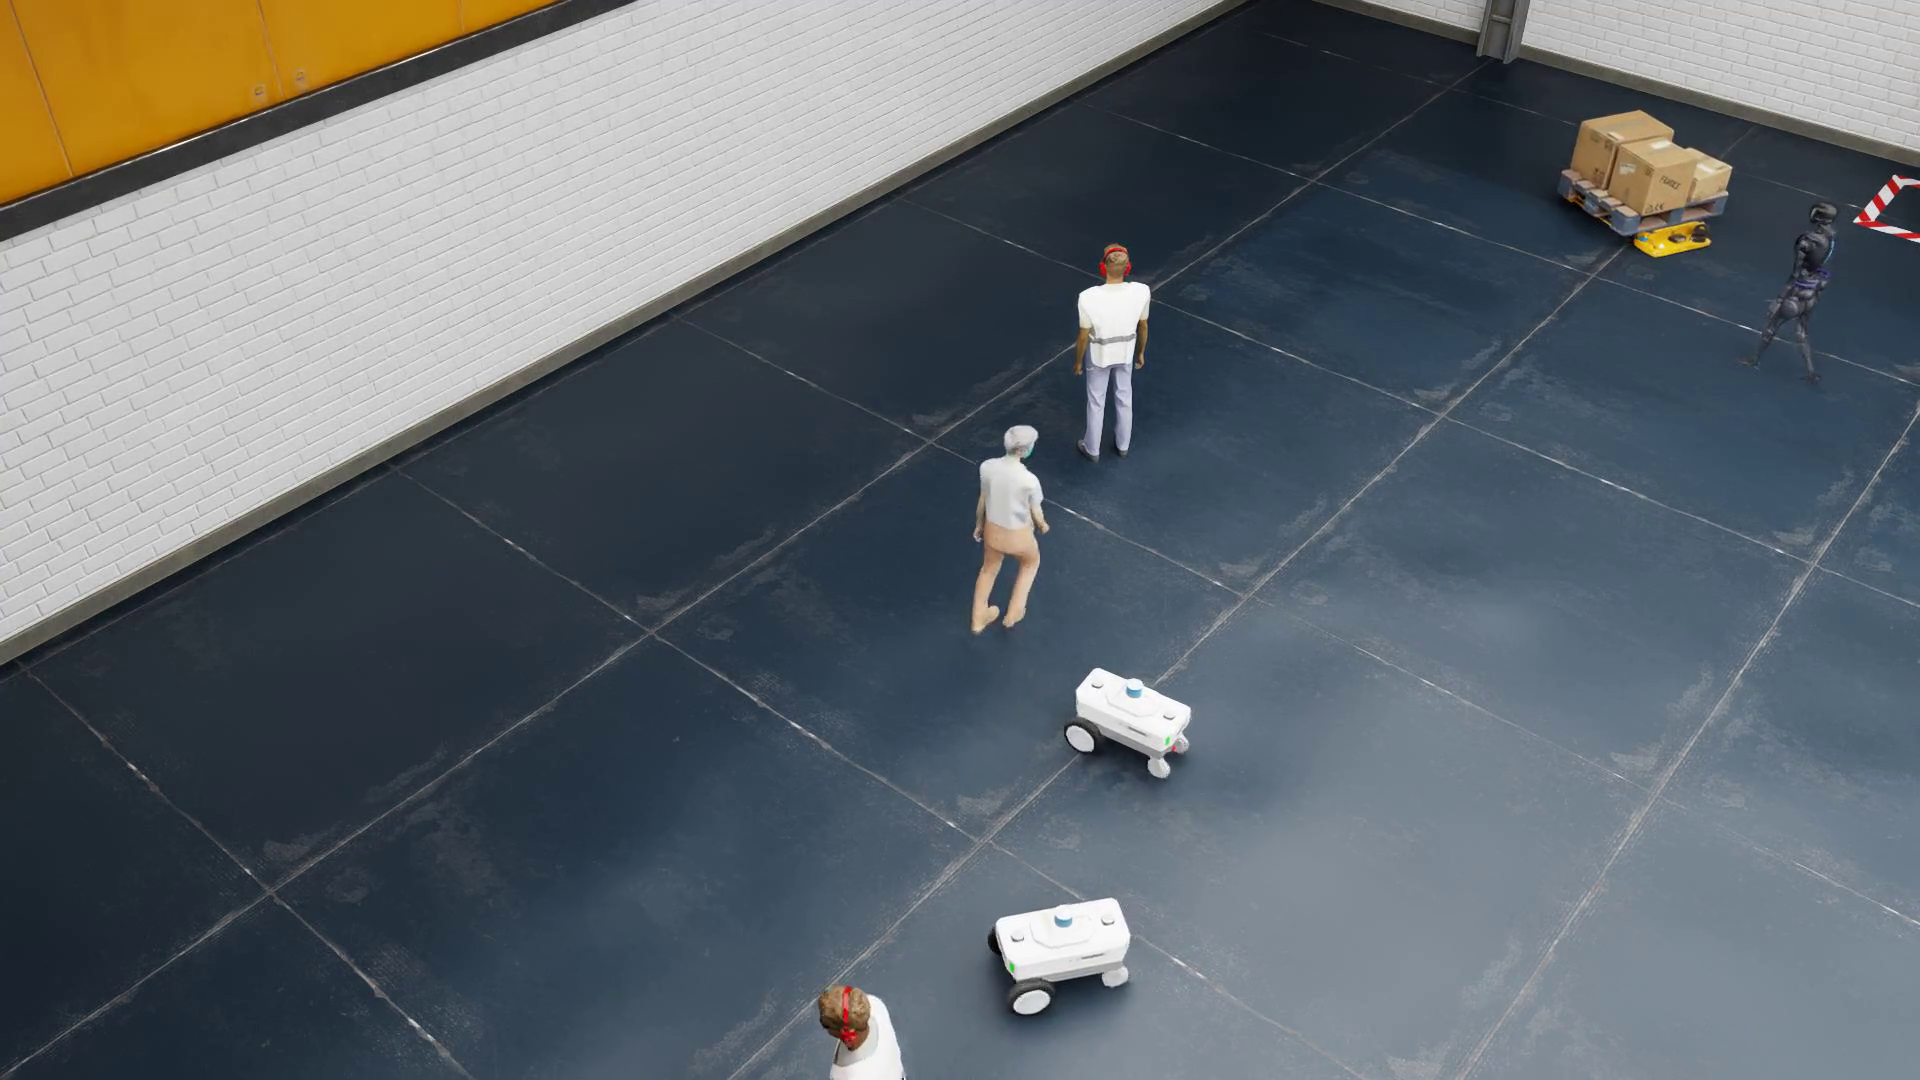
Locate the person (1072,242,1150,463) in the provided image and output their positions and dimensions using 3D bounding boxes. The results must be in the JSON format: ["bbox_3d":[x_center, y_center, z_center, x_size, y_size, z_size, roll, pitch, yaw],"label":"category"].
[{"bbox_3d":[1.157,-1.406,12.776,0.570,1.840,0.375,-9,40,-11],"label":"person"}]

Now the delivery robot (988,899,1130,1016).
[{"bbox_3d":[0.553,2.259,9.248,0.773,0.586,0.499,-8,40,-10],"label":"delivery robot"}]

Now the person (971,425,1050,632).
[{"bbox_3d":[0.321,-0.060,11.210,0.485,1.711,0.453,26,46,29],"label":"person"}]

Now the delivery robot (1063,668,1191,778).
[{"bbox_3d":[1.079,1.133,10.659,0.794,0.603,0.499,22,44,25],"label":"delivery robot"}]

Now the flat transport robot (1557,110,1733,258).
[{"bbox_3d":[6.601,-3.209,16.270,0.659,0.231,1.431,-14,41,-17],"label":"flat transport robot"}]

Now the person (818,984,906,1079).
[{"bbox_3d":[-0.443,2.680,7.740,0.960,1.795,0.568,0,39,0],"label":"person"}]

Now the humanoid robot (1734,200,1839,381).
[{"bbox_3d":[6.974,-2.040,13.736,0.601,1.643,0.616,-27,46,-30],"label":"humanoid robot"}]
